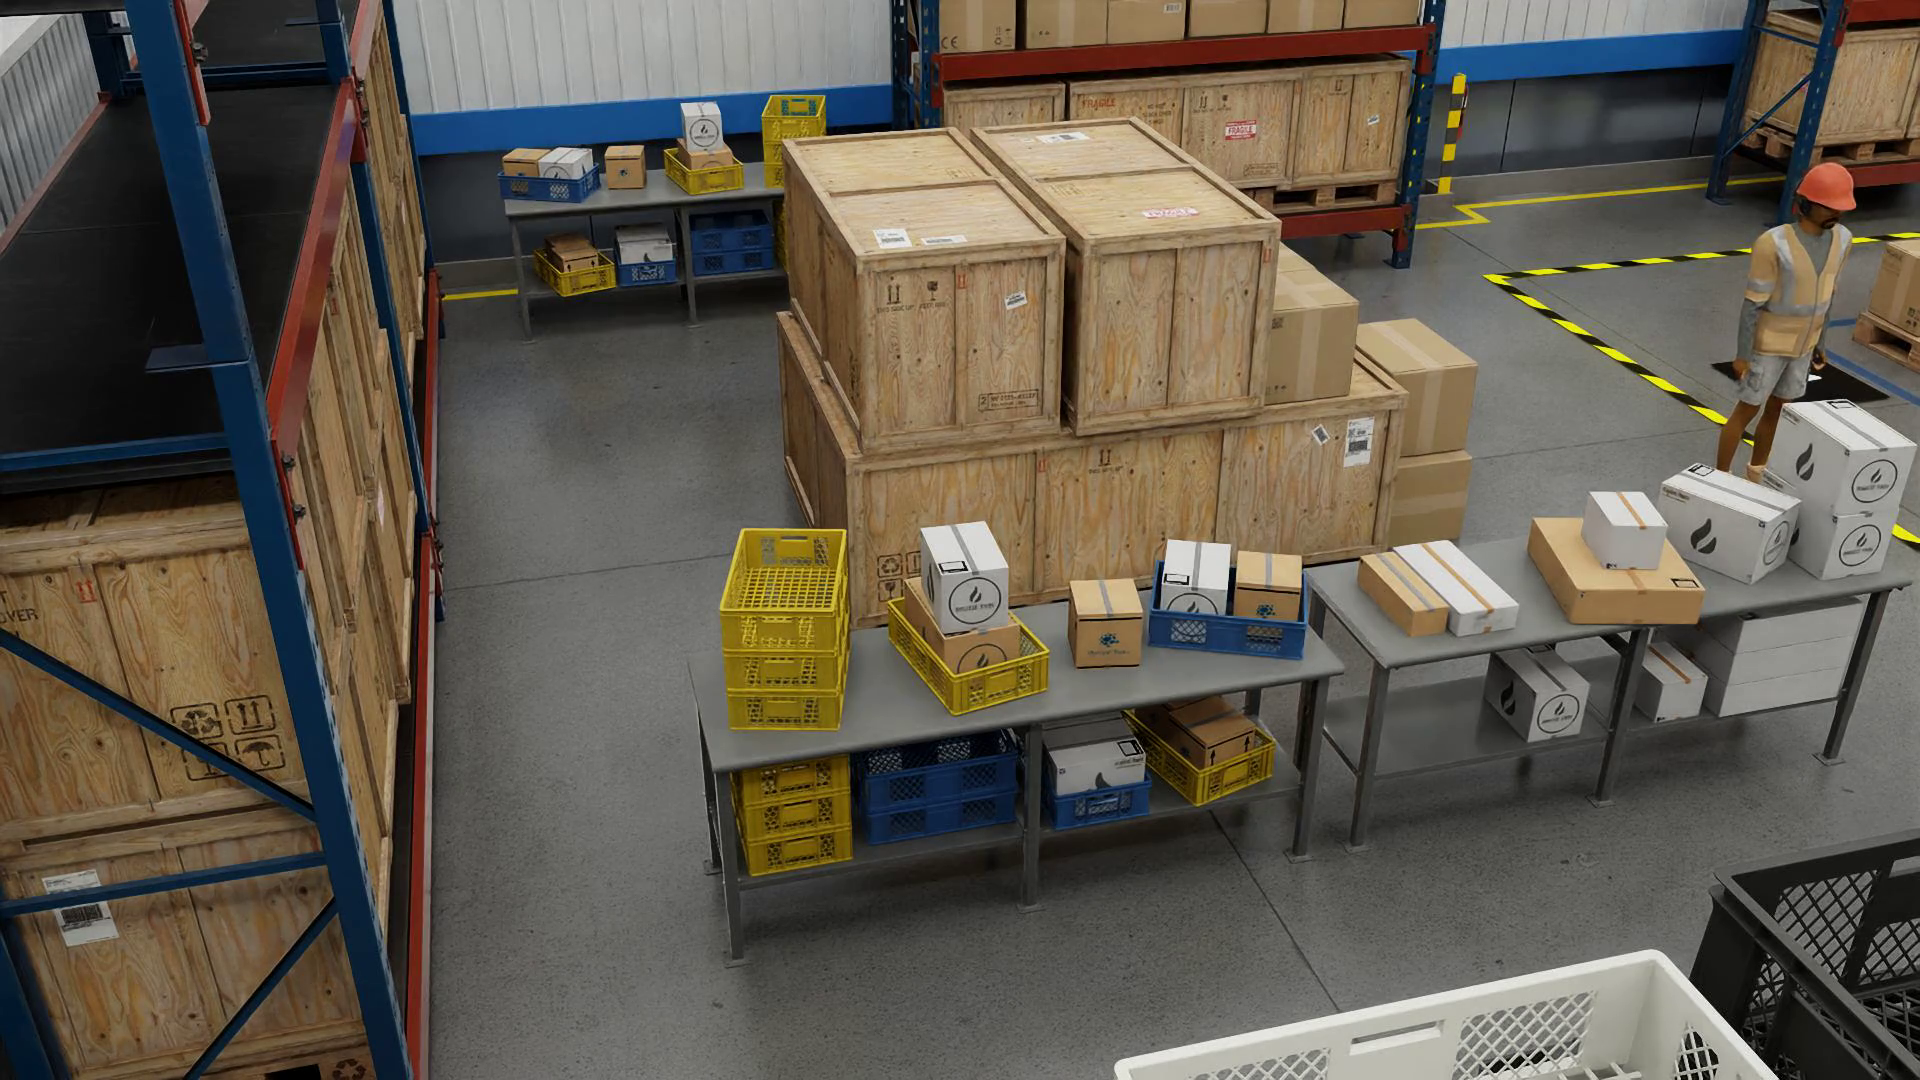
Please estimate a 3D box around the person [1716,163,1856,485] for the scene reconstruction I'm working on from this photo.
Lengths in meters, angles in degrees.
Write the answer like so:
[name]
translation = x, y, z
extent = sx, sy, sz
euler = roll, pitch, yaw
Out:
[person]
translation = 4.603, -1.093, 9.266
extent = 0.613, 2.040, 0.376
euler = -9, 30, -16
